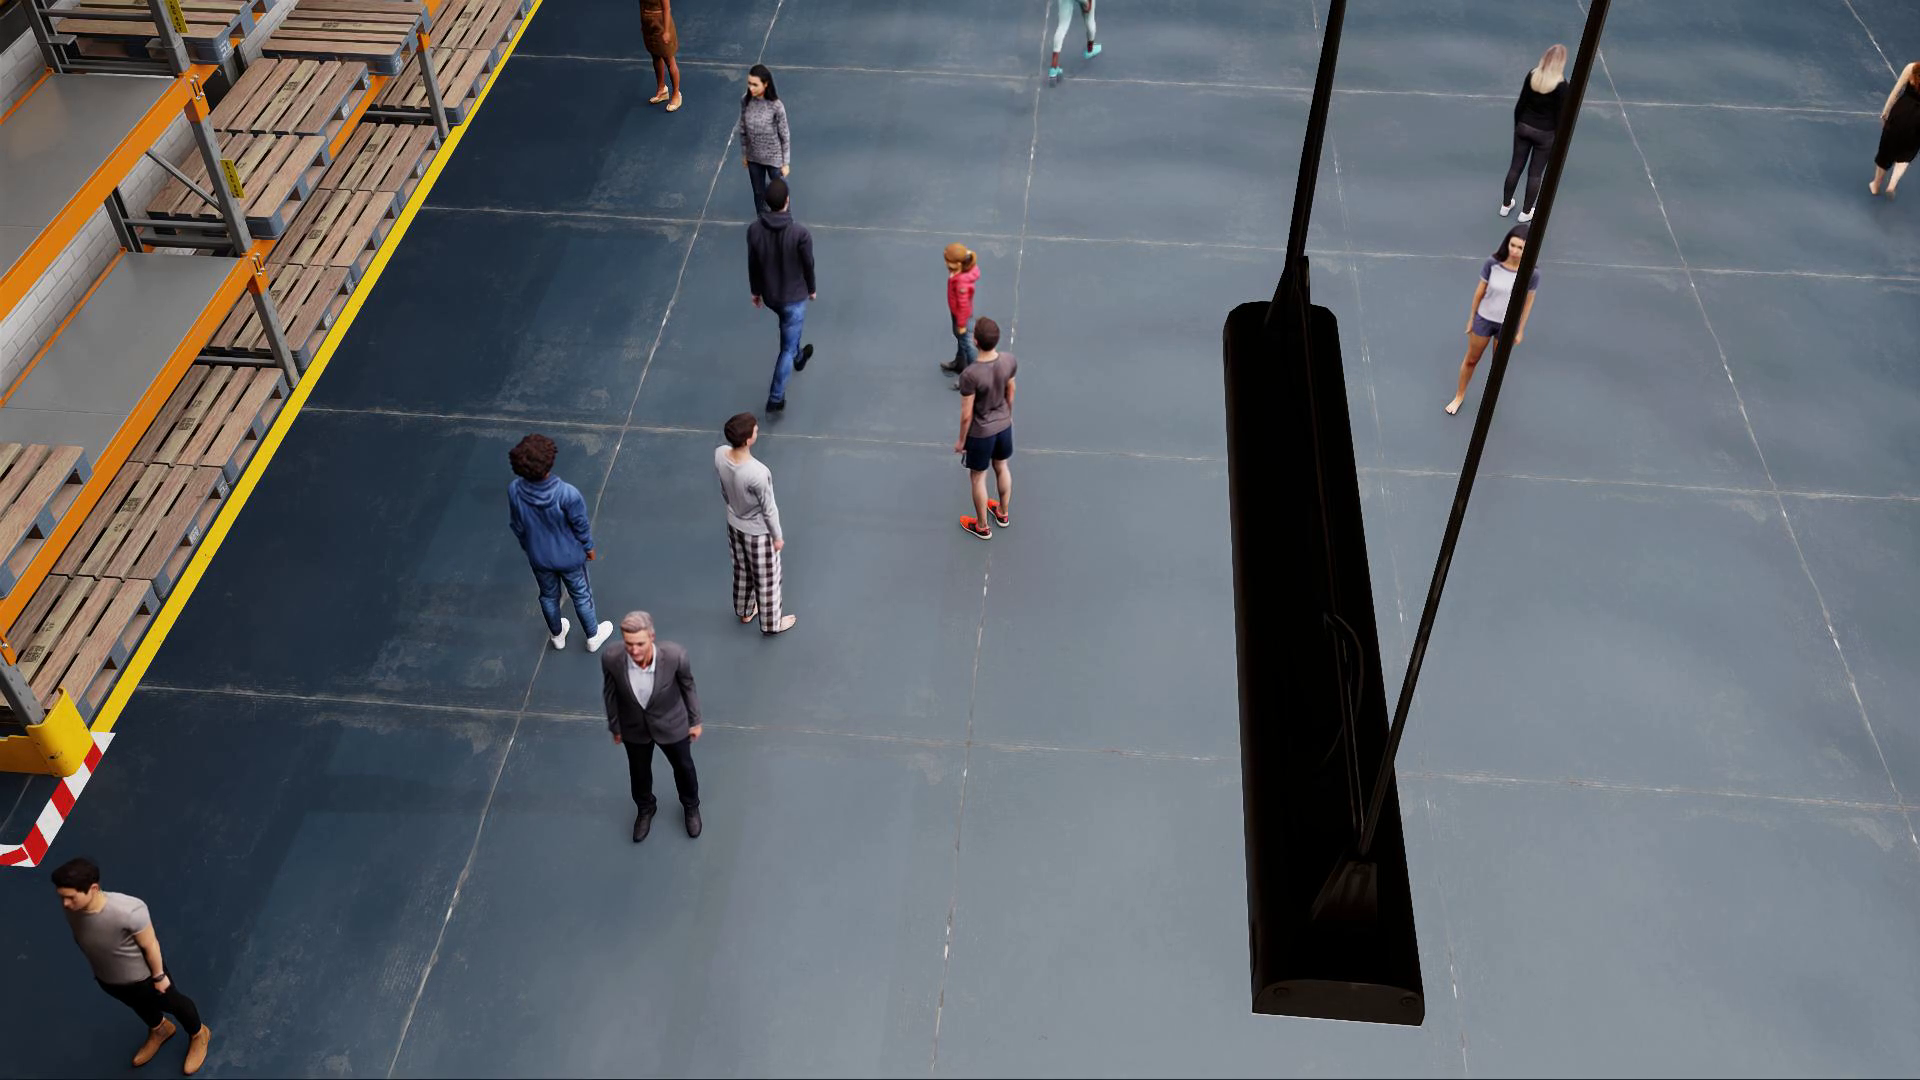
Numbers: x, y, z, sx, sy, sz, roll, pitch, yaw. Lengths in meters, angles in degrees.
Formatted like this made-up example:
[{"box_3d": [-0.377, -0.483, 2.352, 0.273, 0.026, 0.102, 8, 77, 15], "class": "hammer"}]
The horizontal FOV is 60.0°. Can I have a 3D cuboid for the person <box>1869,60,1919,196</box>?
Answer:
[{"box_3d": [8.664, -3.820, 15.175, 0.694, 1.618, 0.757, 15, 46, 16], "class": "person"}]

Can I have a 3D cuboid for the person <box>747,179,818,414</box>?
[{"box_3d": [-1.398, -1.844, 12.936, 0.912, 1.846, 1.304, 14, 45, 15], "class": "person"}]

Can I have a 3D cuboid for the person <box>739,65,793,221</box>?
[{"box_3d": [-1.698, -3.378, 14.629, 0.674, 1.731, 0.639, 17, 46, 17], "class": "person"}]

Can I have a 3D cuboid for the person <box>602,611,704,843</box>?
[{"box_3d": [-1.814, 1.081, 9.868, 0.743, 1.842, 0.646, -2, 44, -2], "class": "person"}]

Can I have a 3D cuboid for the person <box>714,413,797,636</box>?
[{"box_3d": [-1.392, -0.098, 11.101, 0.703, 1.847, 0.725, 30, 51, 28], "class": "person"}]

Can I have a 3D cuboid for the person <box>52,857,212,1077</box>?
[{"box_3d": [-4.374, 2.222, 8.756, 0.630, 1.724, 0.562, 9, 44, 9], "class": "person"}]

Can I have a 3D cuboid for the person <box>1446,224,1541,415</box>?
[{"box_3d": [4.151, -1.685, 12.849, 0.644, 1.734, 0.614, 17, 46, 17], "class": "person"}]

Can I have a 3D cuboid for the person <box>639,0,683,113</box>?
[{"box_3d": [-2.982, -5.068, 16.432, 0.638, 1.690, 0.675, 32, 52, 29], "class": "person"}]

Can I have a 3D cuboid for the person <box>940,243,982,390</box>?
[{"box_3d": [0.043, -1.822, 13.301, 0.612, 1.310, 0.504, -3, 44, -3], "class": "person"}]

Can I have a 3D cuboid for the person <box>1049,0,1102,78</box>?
[{"box_3d": [1.137, -5.526, 16.919, 0.874, 1.682, 1.188, 22, 48, 21], "class": "person"}]

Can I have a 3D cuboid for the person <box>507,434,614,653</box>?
[{"box_3d": [-2.672, 0.039, 10.985, 0.674, 1.810, 0.552, 5, 44, 5], "class": "person"}]

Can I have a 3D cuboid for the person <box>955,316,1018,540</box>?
[{"box_3d": [0.191, -0.789, 11.824, 0.722, 1.851, 0.772, -29, 51, -27], "class": "person"}]

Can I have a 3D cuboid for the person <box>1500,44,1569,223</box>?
[{"box_3d": [5.167, -3.655, 14.953, 0.690, 1.685, 0.731, 34, 53, 30], "class": "person"}]
